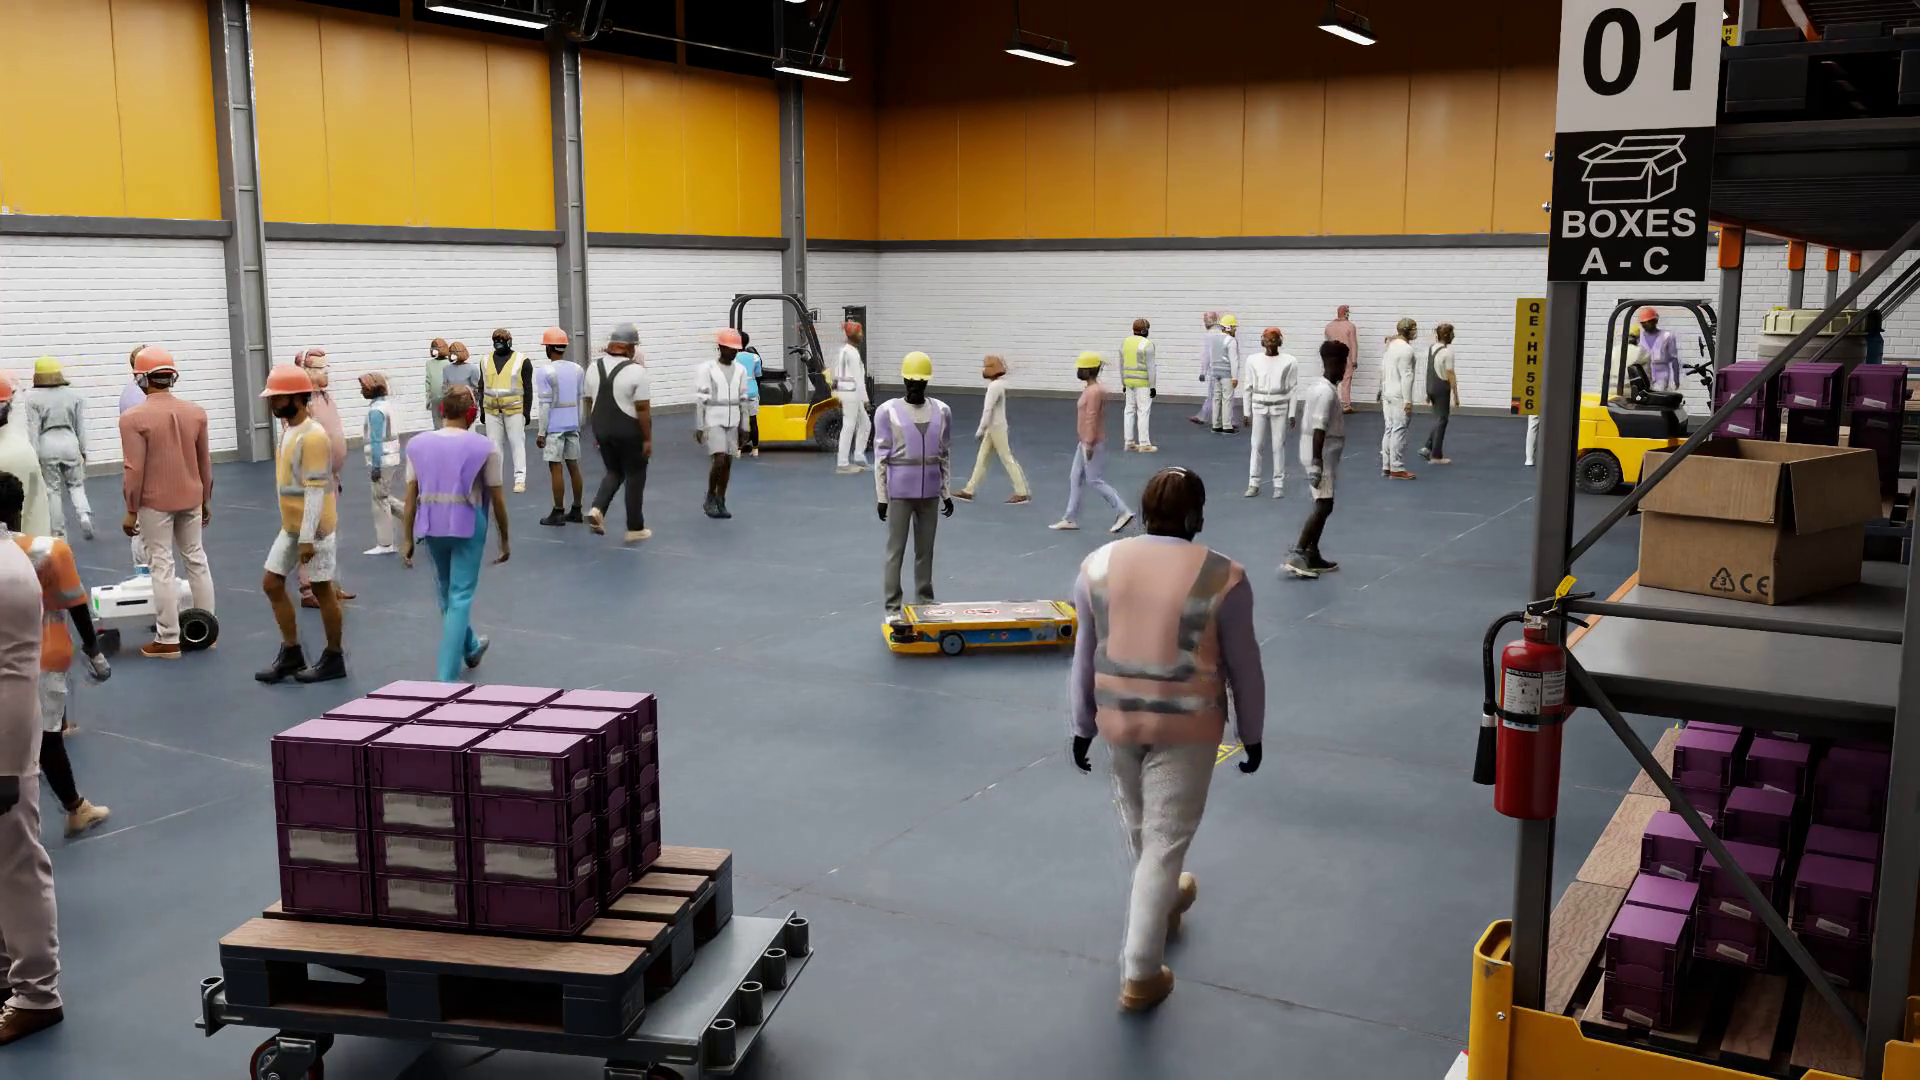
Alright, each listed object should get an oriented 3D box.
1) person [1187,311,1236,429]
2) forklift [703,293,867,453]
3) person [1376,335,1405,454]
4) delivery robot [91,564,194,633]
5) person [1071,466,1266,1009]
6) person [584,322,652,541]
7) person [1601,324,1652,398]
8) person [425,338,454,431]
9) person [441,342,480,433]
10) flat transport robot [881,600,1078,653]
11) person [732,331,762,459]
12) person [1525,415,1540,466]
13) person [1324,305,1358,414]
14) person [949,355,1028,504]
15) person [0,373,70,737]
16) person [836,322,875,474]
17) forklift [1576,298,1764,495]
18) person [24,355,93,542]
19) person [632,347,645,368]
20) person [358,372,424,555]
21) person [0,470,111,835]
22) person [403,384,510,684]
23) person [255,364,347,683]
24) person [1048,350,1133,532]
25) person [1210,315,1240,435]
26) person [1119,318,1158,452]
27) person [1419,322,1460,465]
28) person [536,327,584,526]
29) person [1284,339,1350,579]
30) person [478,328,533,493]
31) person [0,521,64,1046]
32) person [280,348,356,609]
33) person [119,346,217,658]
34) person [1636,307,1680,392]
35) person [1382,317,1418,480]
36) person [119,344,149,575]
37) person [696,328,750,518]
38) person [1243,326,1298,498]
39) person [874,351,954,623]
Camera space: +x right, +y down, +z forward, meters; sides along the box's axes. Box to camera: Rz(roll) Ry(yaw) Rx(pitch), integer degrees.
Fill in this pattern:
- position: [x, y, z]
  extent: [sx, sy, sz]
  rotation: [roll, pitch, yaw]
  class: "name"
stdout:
- position: [3.983, -2.703, 26.469]
  extent: [0.976, 1.848, 0.659]
  rotation: [6, 11, 31]
  class: "person"
- position: [-2.458, -2.344, 23.176]
  extent: [2.313, 2.155, 1.214]
  rotation: [0, 9, -2]
  class: "forklift"
- position: [5.858, -1.965, 22.581]
  extent: [0.378, 1.625, 0.541]
  rotation: [-4, 10, -24]
  class: "person"
- position: [-5.279, 0.398, 10.868]
  extent: [0.707, 0.478, 0.477]
  rotation: [-5, 10, -27]
  class: "delivery robot"
- position: [0.749, 0.639, 5.813]
  extent: [0.649, 1.787, 0.958]
  rotation: [5, 11, 30]
  class: "person"
- position: [-3.087, -0.998, 15.250]
  extent: [0.697, 2.000, 0.605]
  rotation: [5, 10, 26]
  class: "person"
- position: [8.857, -1.957, 22.025]
  extent: [0.610, 1.787, 0.886]
  rotation: [8, 12, 40]
  class: "person"
- position: [-6.662, -1.784, 21.419]
  extent: [0.500, 1.633, 0.286]
  rotation: [3, 10, 19]
  class: "person"
- position: [-6.079, -1.599, 20.268]
  extent: [0.507, 1.631, 0.266]
  rotation: [2, 9, 14]
  class: "person"
- position: [0.221, 0.563, 11.013]
  extent: [1.431, 0.197, 0.652]
  rotation: [-1, 9, -8]
  class: "flat transport robot"
- position: [-2.882, -1.924, 22.095]
  extent: [0.534, 1.699, 0.318]
  rotation: [-5, 11, -30]
  class: "person"
- position: [7.427, -1.883, 21.129]
  extent: [0.590, 1.927, 0.367]
  rotation: [4, 10, 25]
  class: "person"
- position: [6.722, -3.172, 29.232]
  extent: [0.406, 1.911, 0.638]
  rotation: [-9, 12, -43]
  class: "person"
- position: [0.331, -1.168, 17.722]
  extent: [0.859, 1.586, 0.501]
  rotation: [0, 9, 2]
  class: "person"
- position: [-4.981, 0.105, 8.561]
  extent: [0.650, 1.972, 0.644]
  rotation: [-8, 12, -40]
  class: "person"
- position: [-1.238, -1.734, 20.403]
  extent: [0.666, 1.861, 0.583]
  rotation: [-1, 9, -9]
  class: "person"
- position: [7.954, -1.589, 18.462]
  extent: [2.313, 2.155, 1.214]
  rotation: [5, 11, 30]
  class: "forklift"
- position: [-8.036, -0.783, 14.854]
  extent: [0.499, 1.726, 0.482]
  rotation: [-8, 12, -42]
  class: "person"
- position: [-4.577, -2.080, 22.862]
  extent: [0.535, 1.767, 0.316]
  rotation: [4, 10, 24]
  class: "person"
- position: [-4.951, -0.661, 14.478]
  extent: [0.482, 1.616, 0.515]
  rotation: [-2, 9, -12]
  class: "person"
- position: [-3.947, 0.528, 6.942]
  extent: [0.541, 1.645, 0.875]
  rotation: [2, 9, 12]
  class: "person"
- position: [-2.969, -0.026, 9.937]
  extent: [0.587, 1.792, 0.947]
  rotation: [1, 9, 9]
  class: "person"
- position: [-3.984, -0.075, 9.850]
  extent: [0.650, 1.919, 0.570]
  rotation: [-8, 12, -41]
  class: "person"
- position: [1.258, -0.938, 15.816]
  extent: [0.770, 1.743, 0.538]
  rotation: [0, 9, -1]
  class: "person"
- position: [4.065, -2.520, 25.410]
  extent: [0.403, 1.827, 0.599]
  rotation: [-5, 10, -26]
  class: "person"
- position: [2.485, -2.134, 22.961]
  extent: [0.429, 1.840, 0.636]
  rotation: [-7, 12, -38]
  class: "person"
- position: [6.189, -1.868, 21.331]
  extent: [0.397, 1.831, 0.522]
  rotation: [-3, 10, -17]
  class: "person"
- position: [-3.916, -1.105, 16.236]
  extent: [0.354, 1.939, 0.544]
  rotation: [6, 11, 34]
  class: "person"
- position: [2.918, -0.668, 13.561]
  extent: [0.484, 1.928, 0.713]
  rotation: [1, 9, 9]
  class: "person"
- position: [-5.112, -1.447, 18.673]
  extent: [0.622, 1.844, 0.429]
  rotation: [1, 9, 5]
  class: "person"
- position: [-3.160, 0.662, 5.330]
  extent: [0.638, 1.903, 0.409]
  rotation: [9, 13, 43]
  class: "person"
- position: [-4.736, -0.457, 12.294]
  extent: [0.409, 1.909, 0.639]
  rotation: [0, 9, -1]
  class: "person"
- position: [-5.094, -0.242, 10.677]
  extent: [0.396, 1.992, 0.623]
  rotation: [5, 10, 28]
  class: "person"
- position: [9.753, -2.278, 23.425]
  extent: [0.639, 1.977, 0.801]
  rotation: [8, 12, 41]
  class: "person"
- position: [5.274, -1.695, 19.916]
  extent: [0.355, 1.937, 0.634]
  rotation: [0, 9, -3]
  class: "person"
- position: [-5.973, -0.474, 12.297]
  extent: [0.358, 1.937, 0.636]
  rotation: [-7, 12, -38]
  class: "person"
- position: [-2.355, -1.157, 16.637]
  extent: [0.573, 1.910, 0.475]
  rotation: [-8, 12, -40]
  class: "person"
- position: [3.392, -1.398, 18.231]
  extent: [0.584, 1.883, 0.337]
  rotation: [3, 10, 17]
  class: "person"
- position: [-0.306, -0.340, 11.506]
  extent: [0.591, 1.923, 0.382]
  rotation: [-5, 10, -27]
  class: "person"
